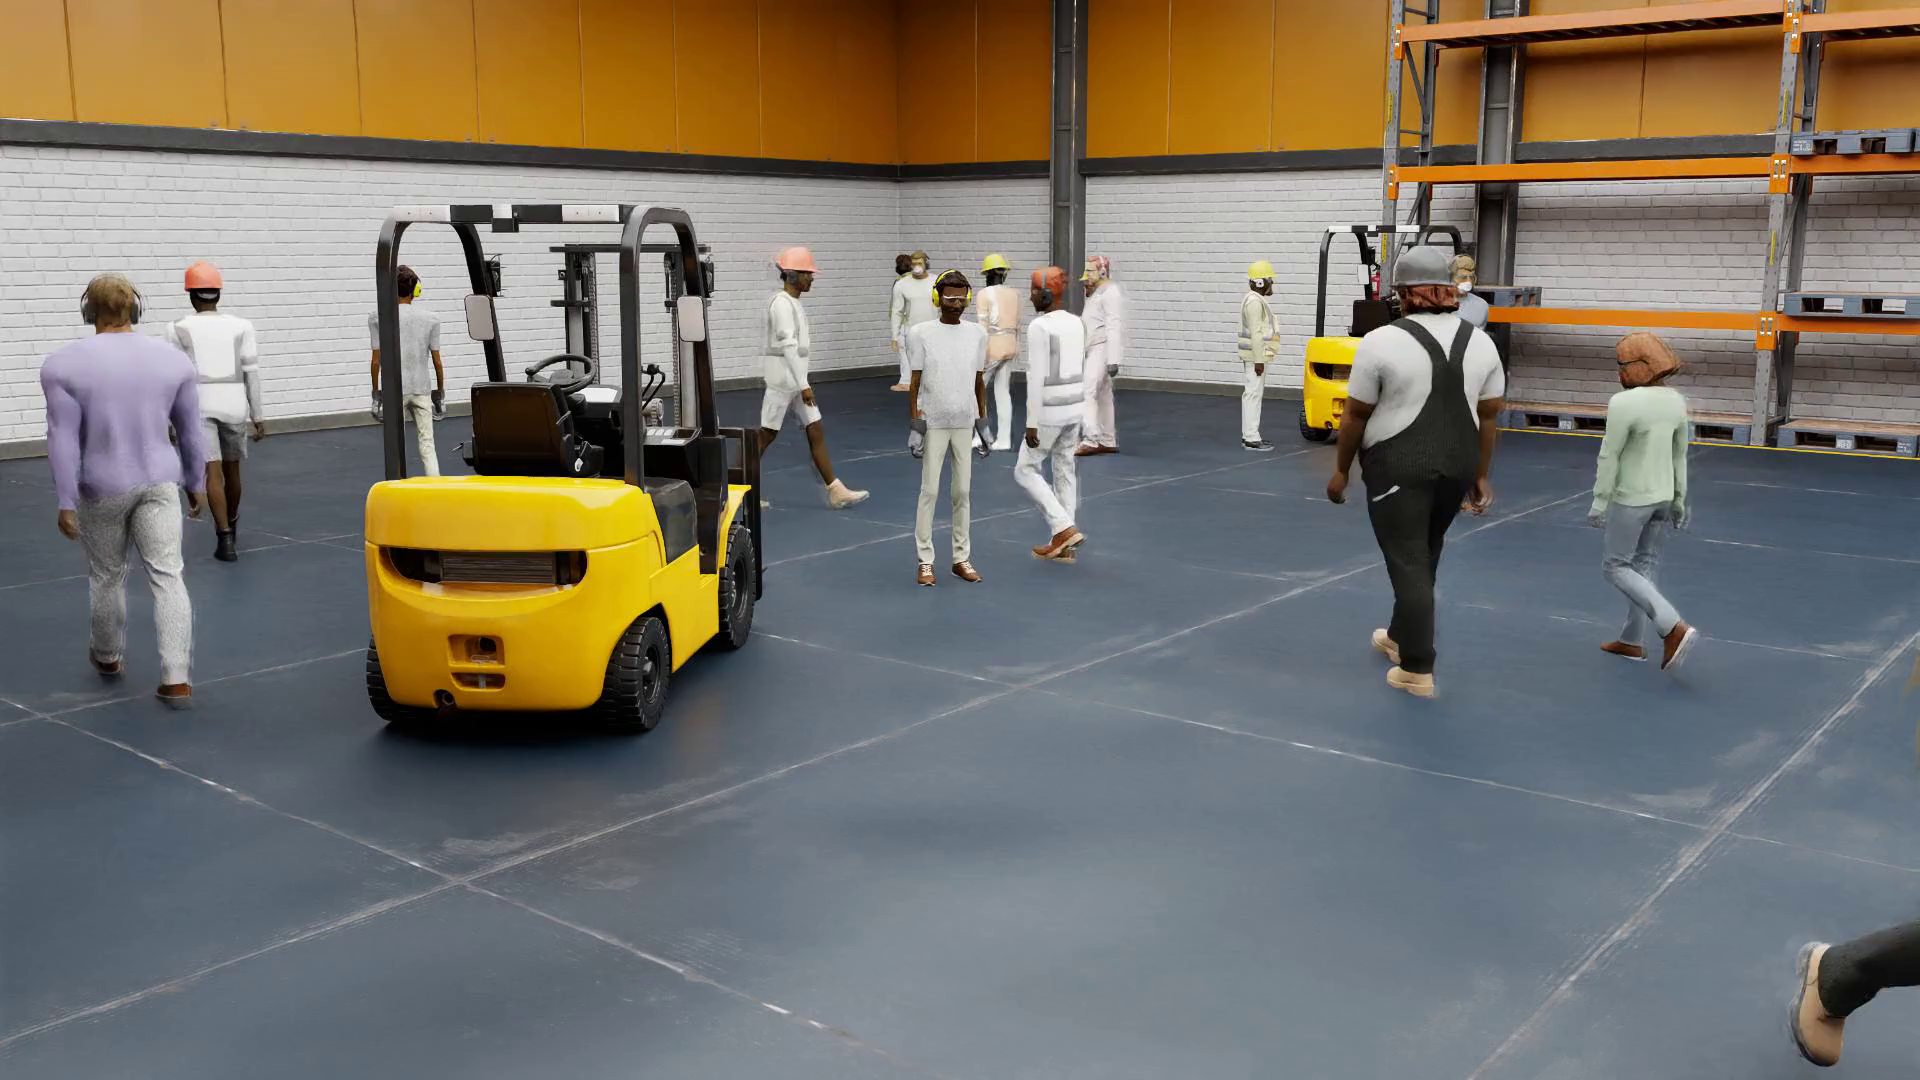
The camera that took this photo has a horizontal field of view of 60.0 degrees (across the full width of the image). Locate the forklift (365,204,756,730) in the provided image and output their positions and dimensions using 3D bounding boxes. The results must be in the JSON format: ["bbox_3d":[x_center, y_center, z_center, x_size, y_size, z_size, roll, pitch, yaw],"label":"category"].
[{"bbox_3d":[-1.766,-0.406,7.525,1.214,2.155,2.313,1,10,7],"label":"forklift"}]

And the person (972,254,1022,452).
[{"bbox_3d":[0.312,-1.802,16.078,0.615,1.892,0.636,-10,14,-43],"label":"person"}]

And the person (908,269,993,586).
[{"bbox_3d":[-0.055,-0.663,9.866,0.520,1.865,0.328,-4,11,-19],"label":"person"}]

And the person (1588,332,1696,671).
[{"bbox_3d":[3.263,-0.174,7.851,0.519,1.613,0.575,-6,12,-31],"label":"person"}]

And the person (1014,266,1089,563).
[{"bbox_3d":[0.601,-0.763,10.397,0.429,1.875,0.604,9,14,42],"label":"person"}]

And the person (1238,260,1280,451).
[{"bbox_3d":[2.905,-1.790,16.184,0.404,1.837,0.588,1,10,6],"label":"person"}]

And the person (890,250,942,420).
[{"bbox_3d":[-0.454,-2.267,18.613,0.656,1.907,0.845,1,10,5],"label":"person"}]

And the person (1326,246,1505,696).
[{"bbox_3d":[2.036,-0.359,7.687,0.695,2.000,0.919,-3,11,-18],"label":"person"}]

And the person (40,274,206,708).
[{"bbox_3d":[-3.714,-0.236,7.442,0.658,1.879,1.032,-8,13,-36],"label":"person"}]

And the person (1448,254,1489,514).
[{"bbox_3d":[3.653,-1.147,12.355,0.627,1.934,0.371,-4,11,-22],"label":"person"}]

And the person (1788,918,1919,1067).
[{"bbox_3d":[2.333,0.513,3.582,0.541,1.796,0.944,-4,11,-22],"label":"person"}]

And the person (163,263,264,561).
[{"bbox_3d":[-4.873,-0.845,10.823,0.574,1.878,1.008,-7,12,-33],"label":"person"}]

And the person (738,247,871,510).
[{"bbox_3d":[-1.265,-1.192,12.482,1.070,1.989,0.627,2,10,9],"label":"person"}]

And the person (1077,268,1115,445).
[{"bbox_3d":[1.341,-1.793,16.241,0.403,1.826,0.594,-3,11,-16],"label":"person"}]

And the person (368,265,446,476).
[{"bbox_3d":[-3.945,-1.023,11.882,0.513,1.862,0.348,-4,11,-23],"label":"person"}]

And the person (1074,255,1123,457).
[{"bbox_3d":[1.218,-1.739,15.758,0.630,1.887,0.664,-1,10,-4],"label":"person"}]

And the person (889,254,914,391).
[{"bbox_3d":[-0.746,-2.944,22.567,0.429,1.841,0.633,4,11,22],"label":"person"}]

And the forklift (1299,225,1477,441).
[{"bbox_3d":[4.449,-2.115,16.993,1.214,2.155,2.313,8,13,38],"label":"forklift"}]
